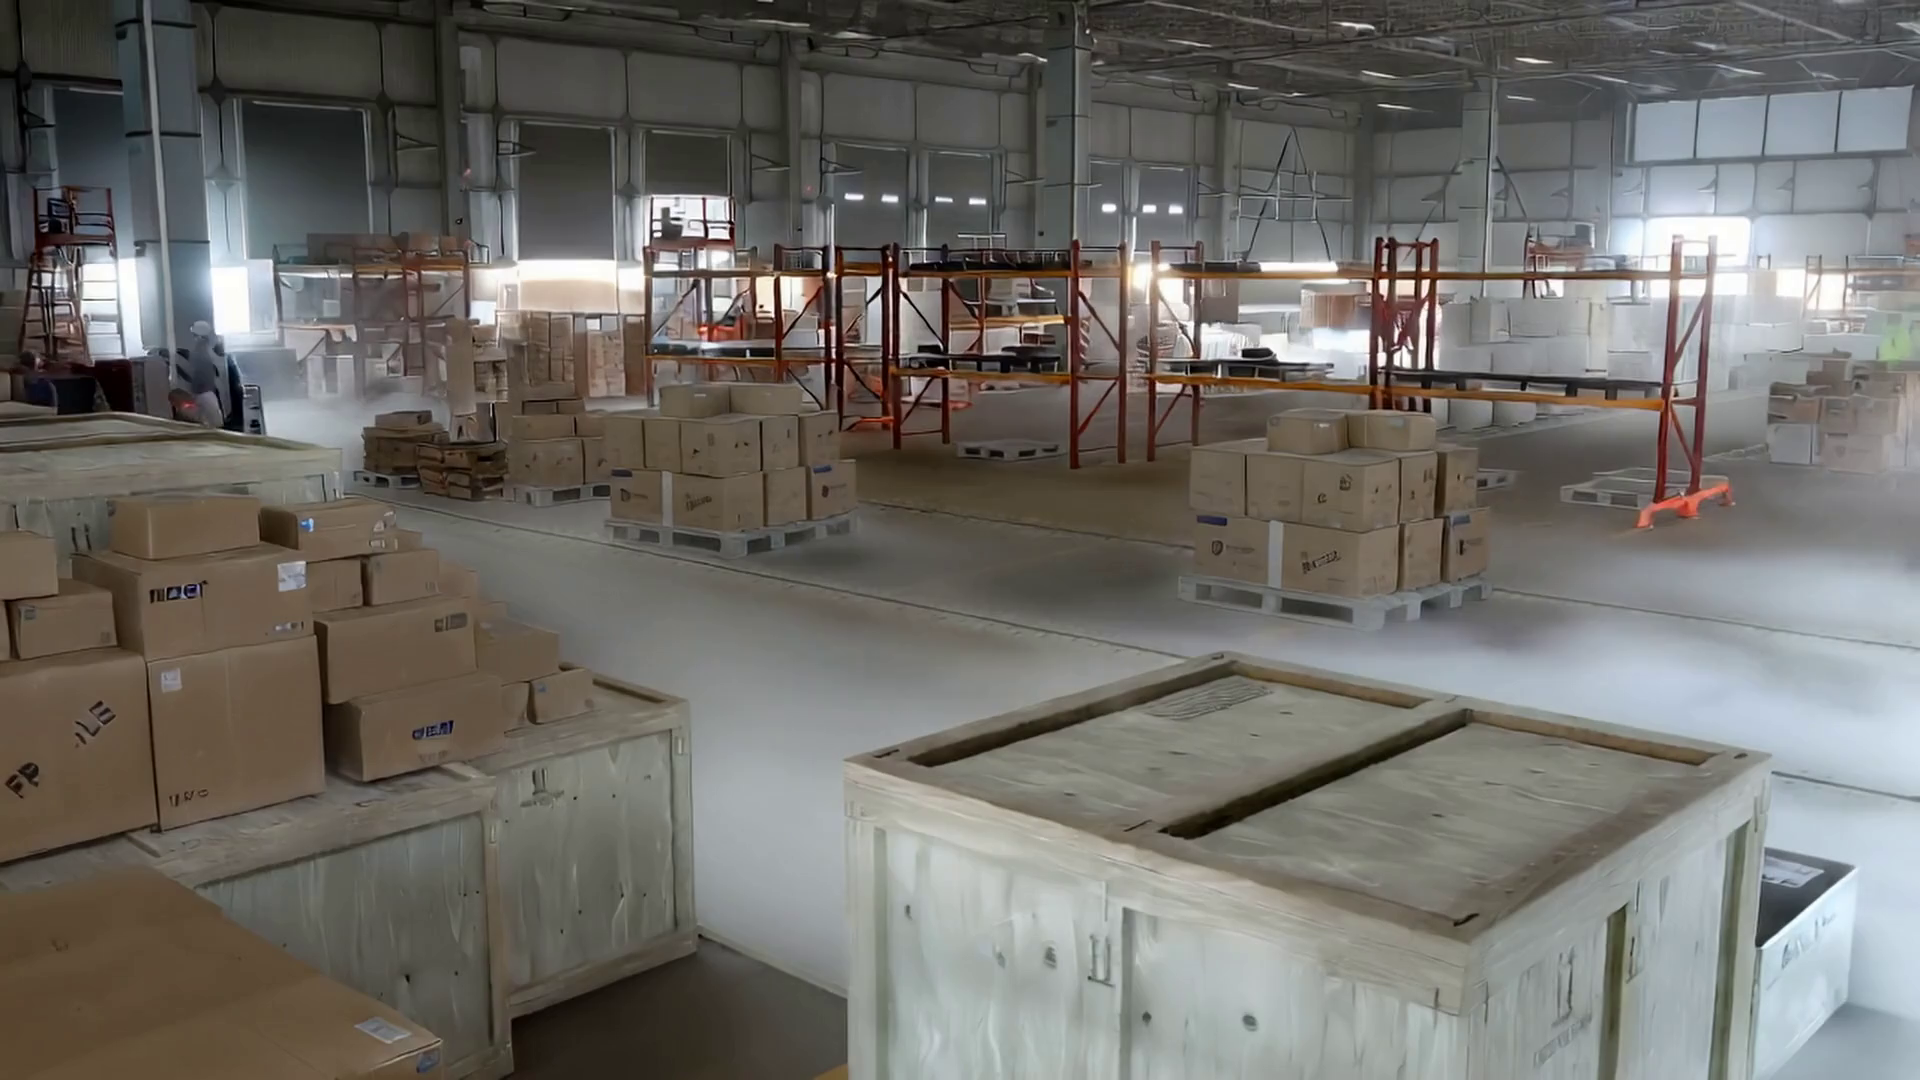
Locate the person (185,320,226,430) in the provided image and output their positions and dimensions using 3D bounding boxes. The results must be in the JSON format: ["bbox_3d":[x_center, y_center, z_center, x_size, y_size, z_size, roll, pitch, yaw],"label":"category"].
[{"bbox_3d":[-10.744,-2.136,23.507,1.017,1.951,0.630,-4,10,-22],"label":"person"}]

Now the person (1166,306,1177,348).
[{"bbox_3d":[5.295,-5.018,41.824,0.403,1.729,0.491,2,10,13],"label":"person"}]

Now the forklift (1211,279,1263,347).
[{"bbox_3d":[7.356,-6.273,46.008,1.873,2.768,1.129,9,13,43],"label":"forklift"}]

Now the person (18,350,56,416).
[{"bbox_3d":[-9.361,-0.979,16.721,0.554,1.838,0.859,4,10,25],"label":"person"}]

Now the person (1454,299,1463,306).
[{"bbox_3d":[12.517,-5.097,41.816,0.867,1.888,0.651,-3,10,-18],"label":"person"}]

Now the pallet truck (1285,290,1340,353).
[{"bbox_3d":[11.297,-6.951,52.861,1.885,1.965,0.823,-5,11,-29],"label":"pallet truck"}]

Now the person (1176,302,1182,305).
[{"bbox_3d":[7.099,-6.962,54.175,0.536,1.593,0.856,-2,9,-10],"label":"person"}]

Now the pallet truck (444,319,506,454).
[{"bbox_3d":[-6.981,-1.942,22.150,1.885,1.965,0.823,1,9,9],"label":"pallet truck"}]

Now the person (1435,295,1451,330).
[{"bbox_3d":[14.194,-6.254,48.948,0.651,1.878,1.032,2,10,14],"label":"person"}]

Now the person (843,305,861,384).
[{"bbox_3d":[-2.574,-4.531,38.568,0.590,1.828,1.004,2,9,12],"label":"person"}]
